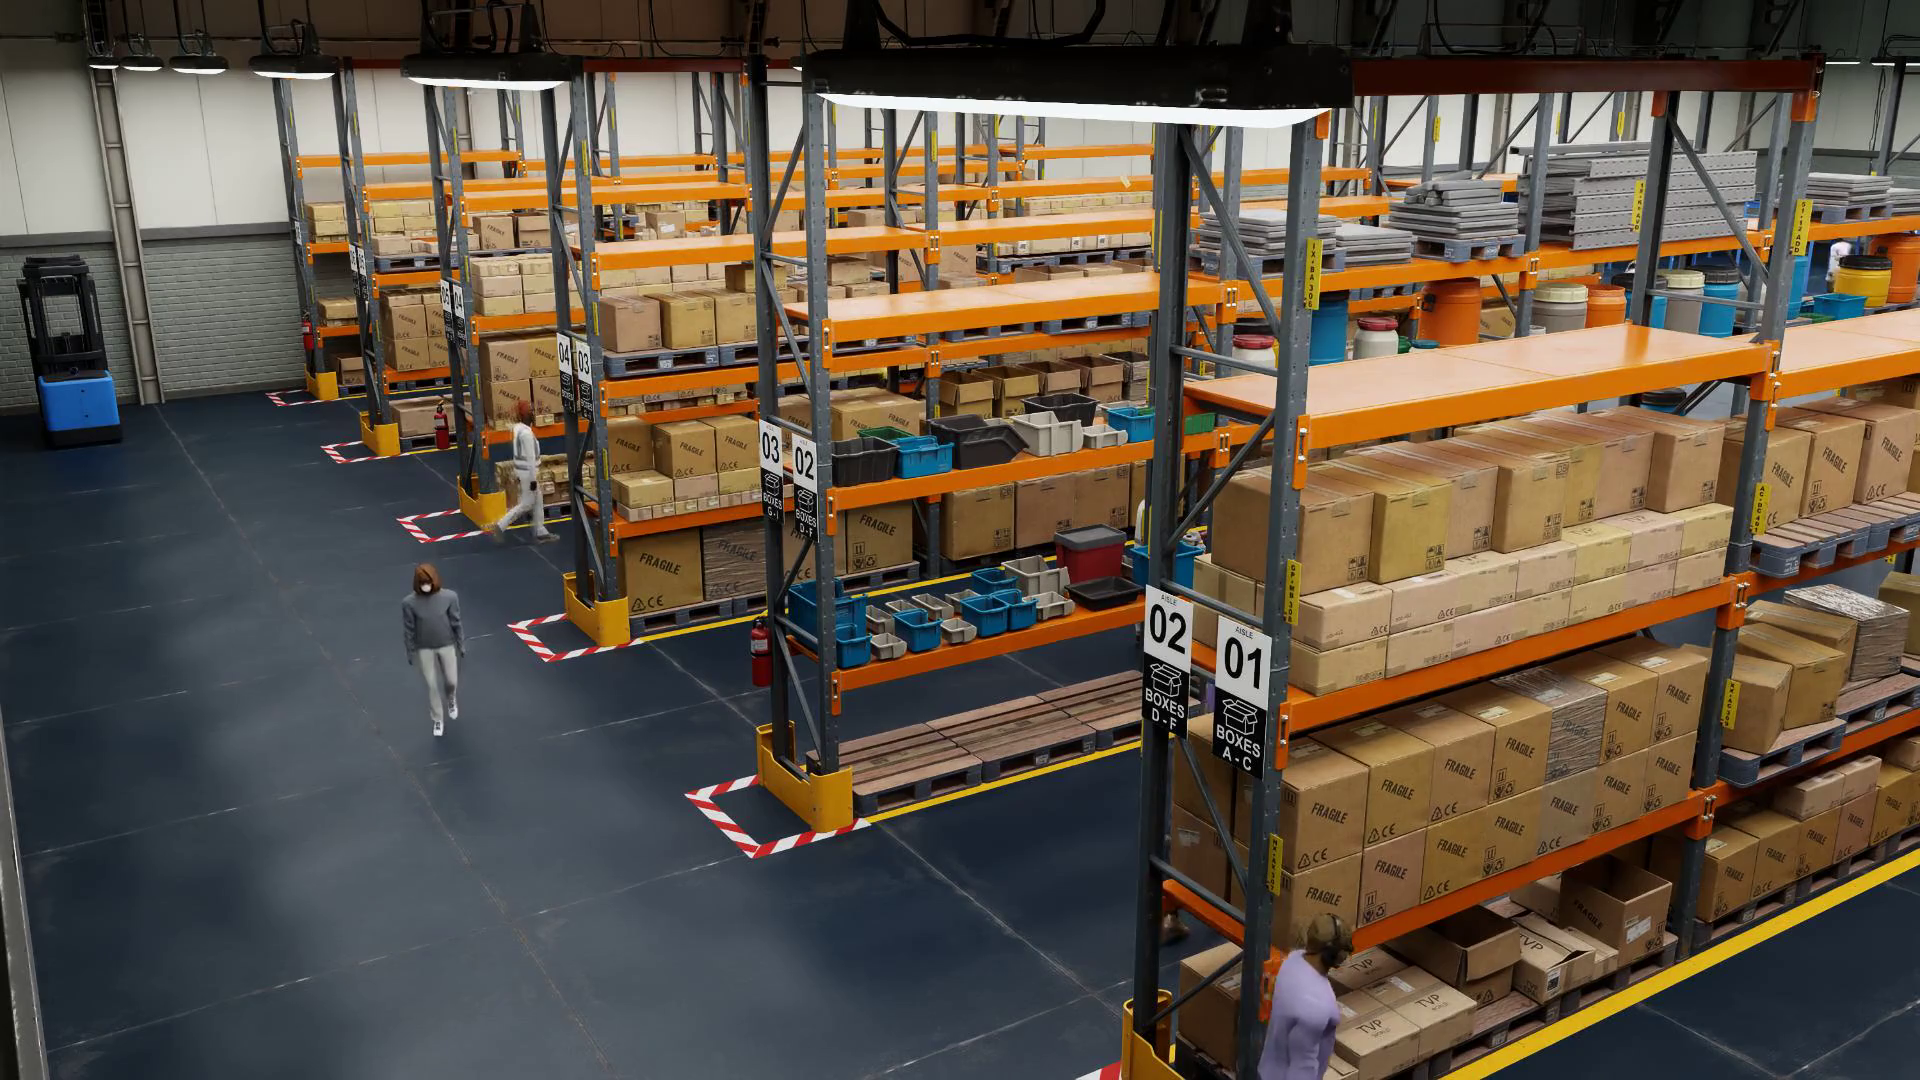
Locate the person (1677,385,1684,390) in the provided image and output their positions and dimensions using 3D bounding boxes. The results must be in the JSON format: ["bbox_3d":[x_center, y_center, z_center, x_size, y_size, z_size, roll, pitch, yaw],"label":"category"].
[{"bbox_3d":[12.116,-2.960,26.738,0.395,1.994,0.612,-16,23,-42],"label":"person"}]

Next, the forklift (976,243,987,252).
[{"bbox_3d":[0.988,-5.474,34.718,1.214,2.155,2.313,-10,20,-31],"label":"forklift"}]

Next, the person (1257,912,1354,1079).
[{"bbox_3d":[1.817,2.795,8.045,0.830,1.891,0.701,0,17,0],"label":"person"}]

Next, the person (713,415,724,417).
[{"bbox_3d":[-3.780,-2.106,24.246,0.565,1.810,0.618,-12,21,-35],"label":"person"}]

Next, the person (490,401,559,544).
[{"bbox_3d":[-5.583,-0.843,20.035,0.780,1.854,0.591,-7,18,-23],"label":"person"}]

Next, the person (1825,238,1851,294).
[{"bbox_3d":[21.993,-6.816,39.500,0.551,1.920,0.642,-4,17,-12],"label":"person"}]

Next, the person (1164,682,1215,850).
[{"bbox_3d":[1.975,1.562,12.245,0.967,1.788,0.594,-4,17,-11],"label":"person"}]

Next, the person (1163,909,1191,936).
[{"bbox_3d":[1.772,1.985,11.115,0.905,1.650,0.540,-16,23,-41],"label":"person"}]

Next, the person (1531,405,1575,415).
[{"bbox_3d":[7.922,-1.265,21.280,0.362,1.936,0.631,-12,21,-35],"label":"person"}]

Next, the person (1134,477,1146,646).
[{"bbox_3d":[1.993,0.222,16.384,0.382,1.949,0.605,-1,17,-4],"label":"person"}]

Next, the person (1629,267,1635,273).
[{"bbox_3d":[14.850,-5.261,34.473,0.616,1.881,0.904,-15,22,-39],"label":"person"}]

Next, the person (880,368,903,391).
[{"bbox_3d":[-1.057,-1.507,22.164,0.945,1.892,0.601,-7,18,-21],"label":"person"}]

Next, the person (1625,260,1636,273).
[{"bbox_3d":[15.433,-5.790,36.278,0.429,1.841,0.633,11,20,31],"label":"person"}]

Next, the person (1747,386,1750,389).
[{"bbox_3d":[14.938,-3.713,29.358,0.409,1.906,0.652,-7,18,-21],"label":"person"}]

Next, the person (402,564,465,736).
[{"bbox_3d":[-4.805,0.987,14.432,0.517,1.617,0.394,-5,18,-15],"label":"person"}]

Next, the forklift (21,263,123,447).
[{"bbox_3d":[-14.518,-3.079,25.708,1.129,2.768,1.873,-10,20,-31],"label":"forklift"}]
